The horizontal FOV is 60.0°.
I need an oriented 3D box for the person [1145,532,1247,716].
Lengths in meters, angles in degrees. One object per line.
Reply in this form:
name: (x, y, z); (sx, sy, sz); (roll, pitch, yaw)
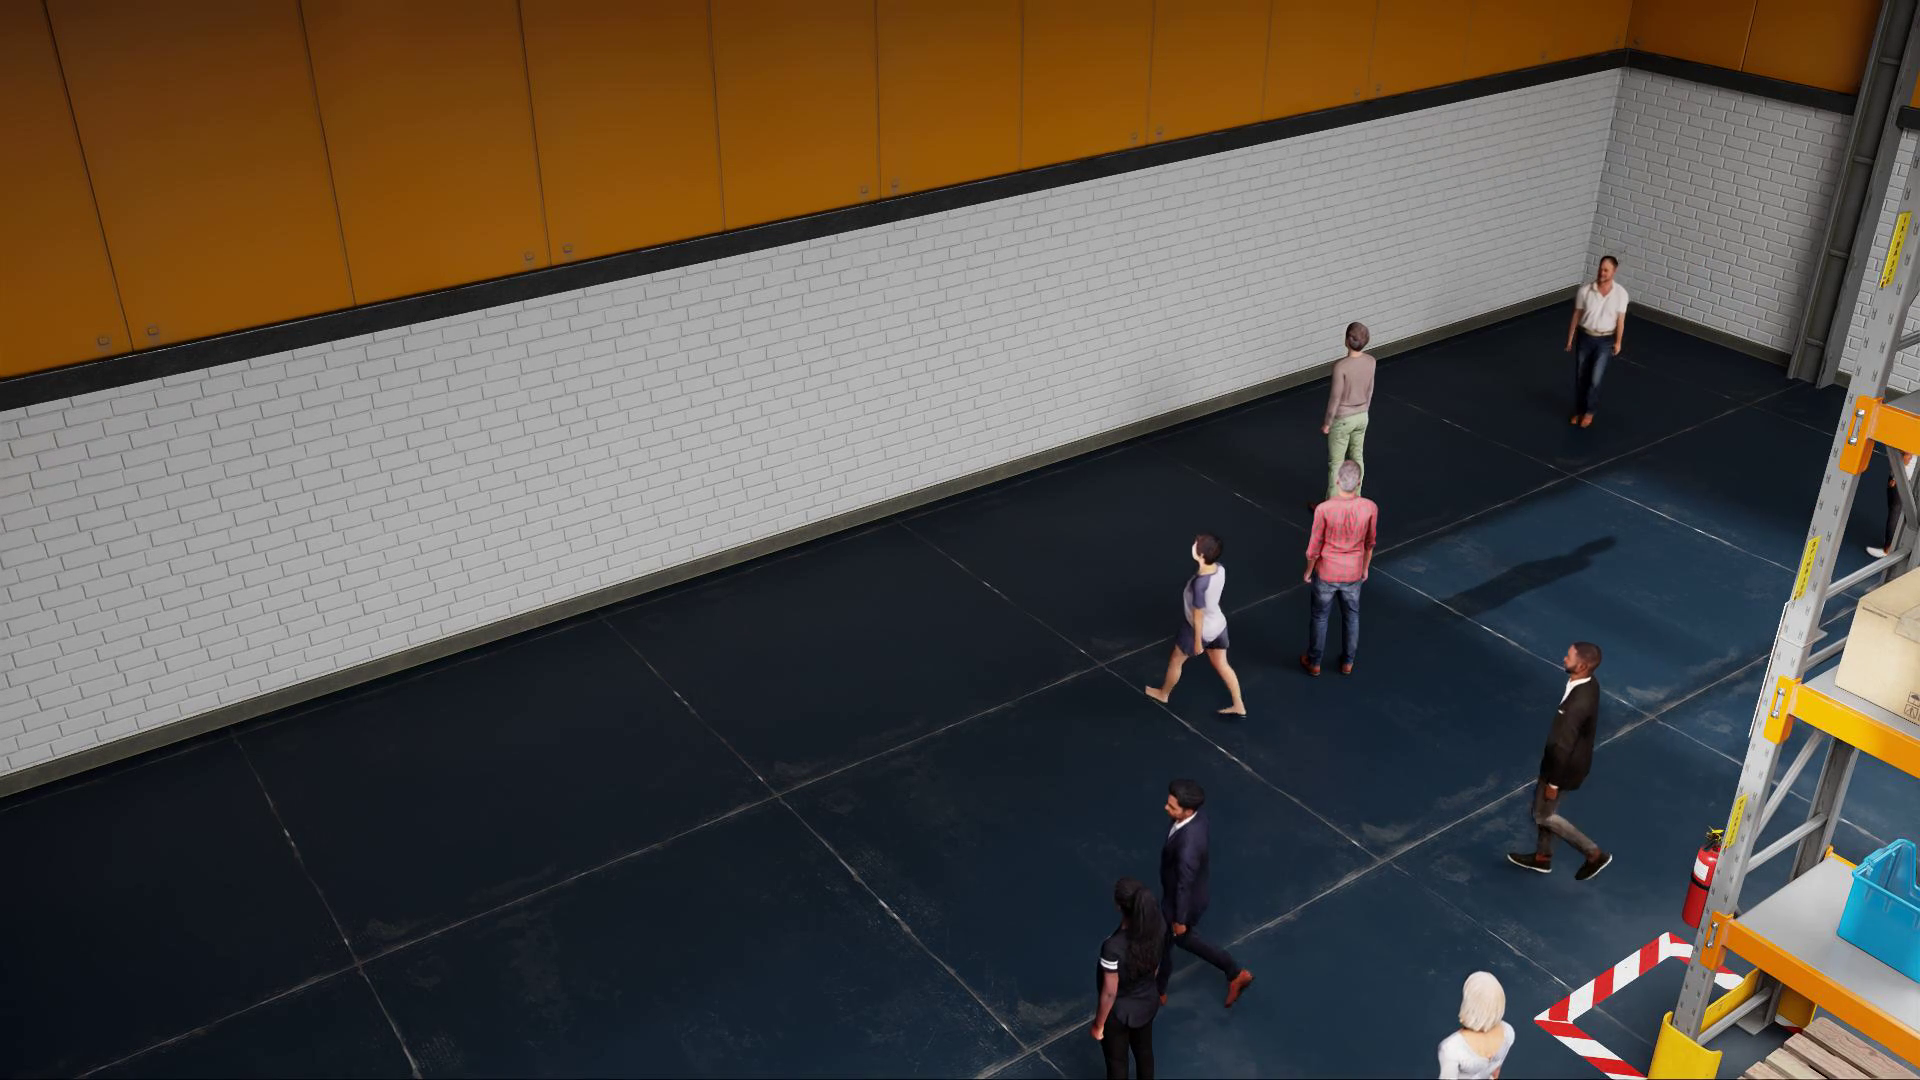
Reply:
person: (1.897, 0.678, 12.447); (1.108, 1.520, 0.798); (19, 34, 31)

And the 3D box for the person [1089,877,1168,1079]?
person: (0.900, 2.490, 8.894); (0.637, 1.742, 0.600); (-24, 36, -36)

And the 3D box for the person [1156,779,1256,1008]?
person: (1.391, 2.096, 9.661); (1.103, 1.699, 1.054); (4, 29, 7)

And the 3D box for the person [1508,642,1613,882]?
person: (3.979, 1.474, 10.707); (1.006, 1.788, 0.904); (12, 31, 21)

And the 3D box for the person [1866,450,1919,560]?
person: (8.374, -0.584, 14.630); (0.612, 1.645, 0.581); (-11, 31, -20)

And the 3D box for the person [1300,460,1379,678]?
person: (2.951, 0.223, 12.956); (0.764, 1.831, 0.756); (-1, 29, -2)

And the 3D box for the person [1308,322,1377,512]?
person: (3.582, -1.107, 15.349); (0.685, 1.875, 0.615); (-16, 32, -26)

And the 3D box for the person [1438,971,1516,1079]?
person: (2.506, 2.839, 8.243); (0.603, 1.751, 0.573); (-12, 31, -20)

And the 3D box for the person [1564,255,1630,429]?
person: (6.588, -2.081, 17.165); (0.718, 1.845, 0.833); (20, 34, 32)
